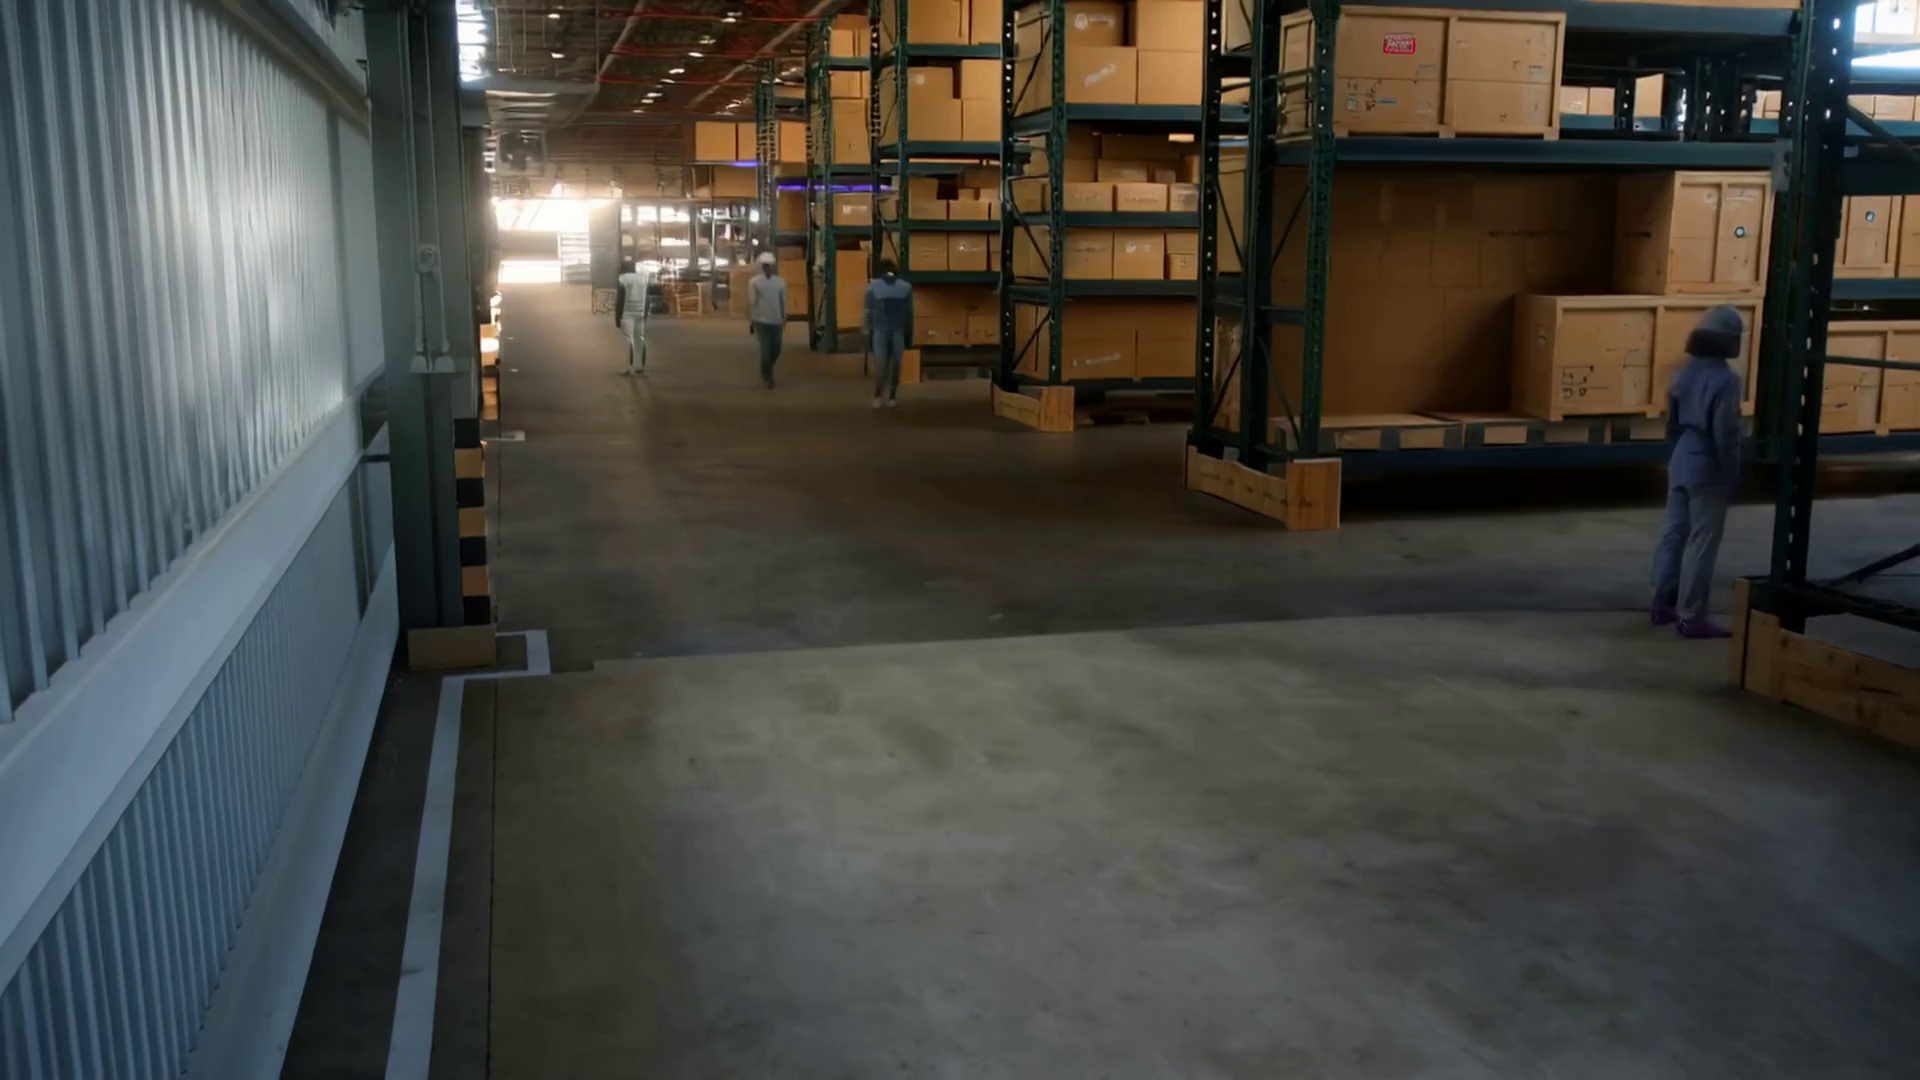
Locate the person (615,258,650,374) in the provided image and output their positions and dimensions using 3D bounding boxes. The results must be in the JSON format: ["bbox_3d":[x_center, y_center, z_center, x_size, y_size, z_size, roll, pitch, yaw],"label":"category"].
[{"bbox_3d":[-5.222,-3.547,26.395,0.429,1.846,0.627,8,13,39],"label":"person"}]

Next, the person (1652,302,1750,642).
[{"bbox_3d":[3.844,-0.352,8.588,0.322,1.741,0.490,-3,10,-15],"label":"person"}]

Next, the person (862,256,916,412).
[{"bbox_3d":[-0.860,-2.517,20.393,0.637,1.903,0.741,-3,11,-19],"label":"person"}]

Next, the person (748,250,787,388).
[{"bbox_3d":[-2.795,-3.188,23.991,0.620,1.975,0.693,-6,11,-29],"label":"person"}]
